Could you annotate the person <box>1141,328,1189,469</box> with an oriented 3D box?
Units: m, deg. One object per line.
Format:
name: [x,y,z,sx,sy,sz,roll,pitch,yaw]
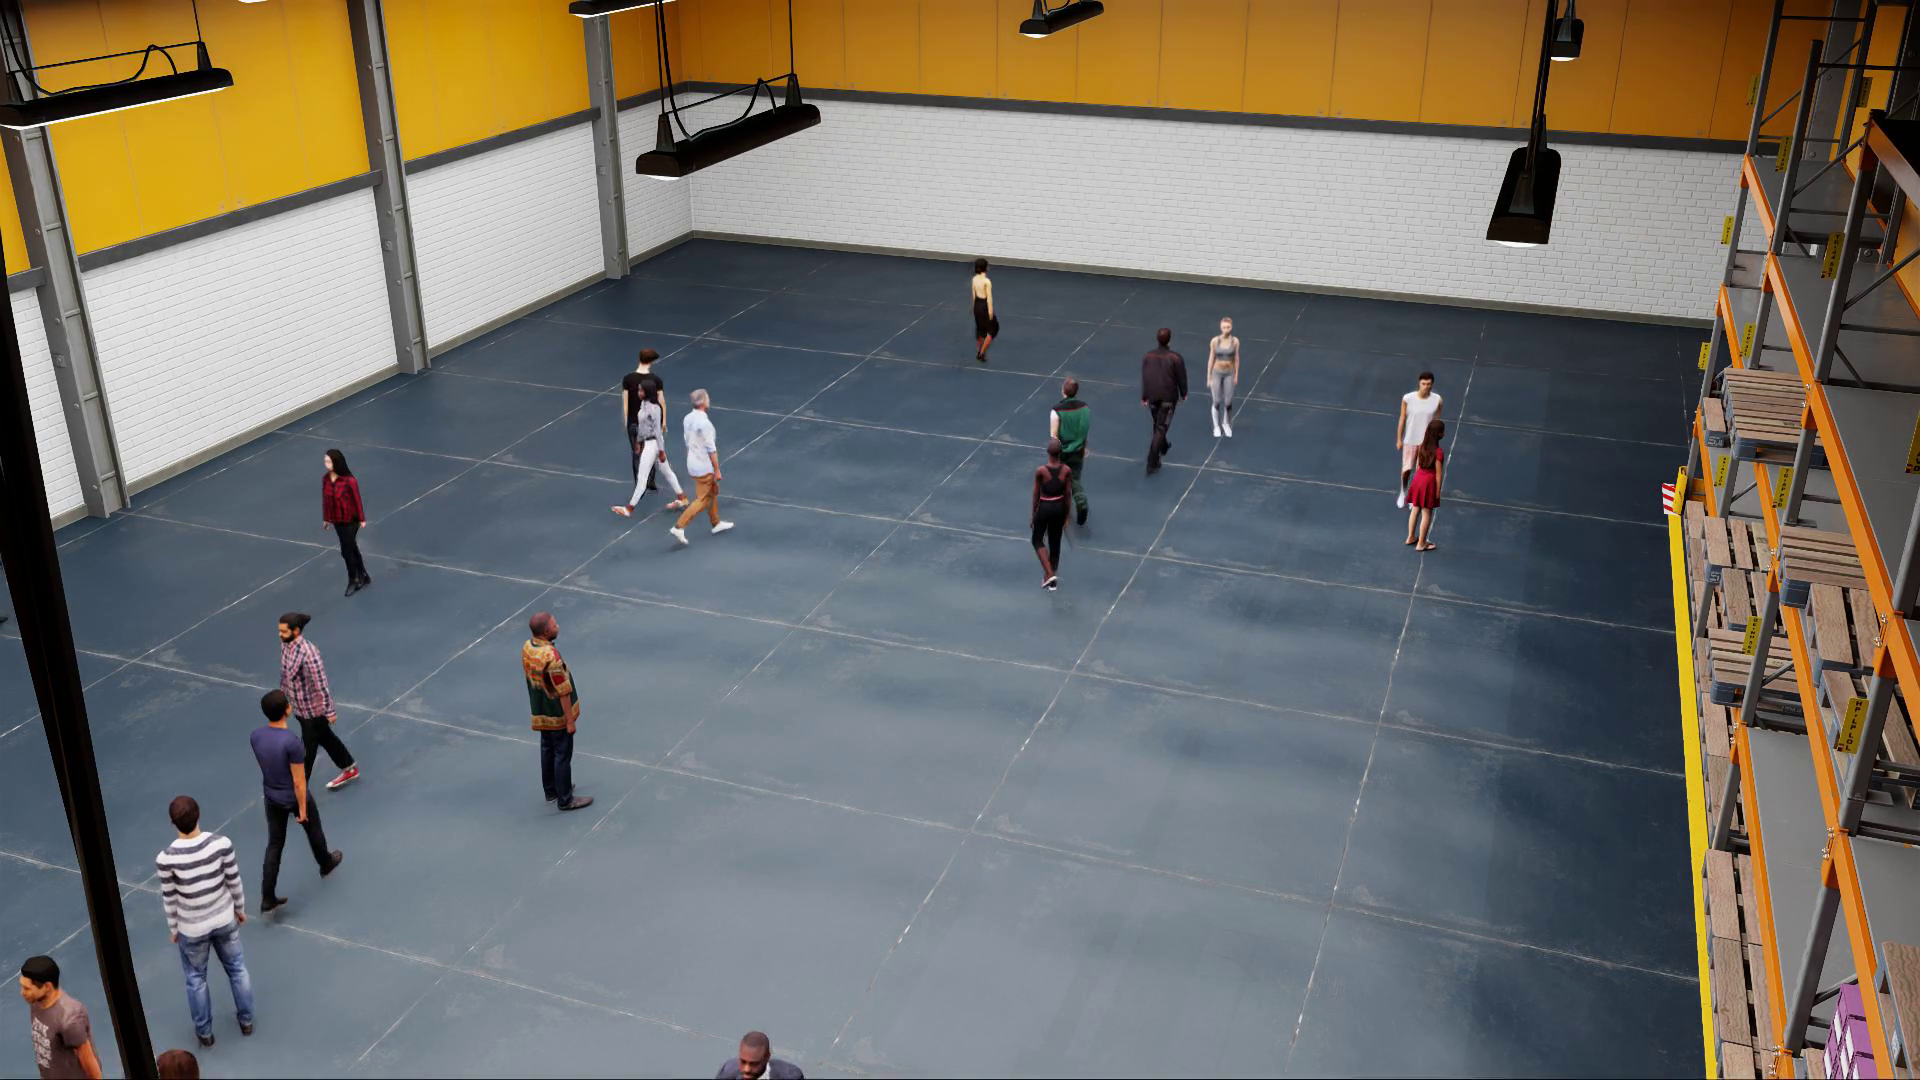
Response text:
person: [2.566,-1.777,21.359,0.868,1.794,1.241,13,27,28]

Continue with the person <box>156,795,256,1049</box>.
person: [-5.117,2.598,11.296,0.724,1.837,0.816,-15,28,-31]

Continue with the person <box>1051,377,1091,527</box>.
person: [1.300,-1.023,19.593,1.003,1.827,1.098,-8,25,-19]

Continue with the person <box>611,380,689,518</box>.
person: [-3.594,-1.096,19.956,1.217,1.670,1.163,-10,26,-22]

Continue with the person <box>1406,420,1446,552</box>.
person: [5.346,-0.642,19.067,0.742,1.551,0.682,-13,27,-27]

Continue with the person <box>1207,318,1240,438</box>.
person: [3.549,-2.214,22.494,0.647,1.686,0.678,3,24,6]

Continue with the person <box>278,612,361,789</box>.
person: [-5.469,1.396,14.182,1.220,1.728,1.027,-21,31,-39]

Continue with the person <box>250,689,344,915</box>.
person: [-5.213,2.022,12.715,0.744,1.756,1.161,5,24,12]

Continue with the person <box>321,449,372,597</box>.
person: [-6.607,-0.239,18.031,0.590,1.643,0.647,9,25,20]

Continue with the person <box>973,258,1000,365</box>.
person: [0.302,-3.473,25.420,0.730,1.649,0.708,-20,31,-38]

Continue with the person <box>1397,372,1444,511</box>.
person: [5.563,-1.229,20.132,0.698,1.772,0.696,4,24,9]

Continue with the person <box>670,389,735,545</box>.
person: [-3.035,-0.824,19.169,1.217,1.801,1.080,-15,28,-30]

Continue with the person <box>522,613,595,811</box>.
person: [-3.432,1.431,14.003,0.827,1.808,0.811,-20,30,-38]

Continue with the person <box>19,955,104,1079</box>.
person: [-5.241,3.200,10.050,0.921,1.732,1.220,19,30,37]

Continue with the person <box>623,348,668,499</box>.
person: [-3.886,-1.394,20.407,0.801,1.854,0.842,-6,24,-13]

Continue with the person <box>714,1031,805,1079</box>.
person: [-1.096,3.443,9.422,0.808,1.791,1.130,5,24,11]

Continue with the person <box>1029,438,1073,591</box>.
person: [0.998,-0.232,17.883,0.807,1.747,0.883,-6,24,-13]
